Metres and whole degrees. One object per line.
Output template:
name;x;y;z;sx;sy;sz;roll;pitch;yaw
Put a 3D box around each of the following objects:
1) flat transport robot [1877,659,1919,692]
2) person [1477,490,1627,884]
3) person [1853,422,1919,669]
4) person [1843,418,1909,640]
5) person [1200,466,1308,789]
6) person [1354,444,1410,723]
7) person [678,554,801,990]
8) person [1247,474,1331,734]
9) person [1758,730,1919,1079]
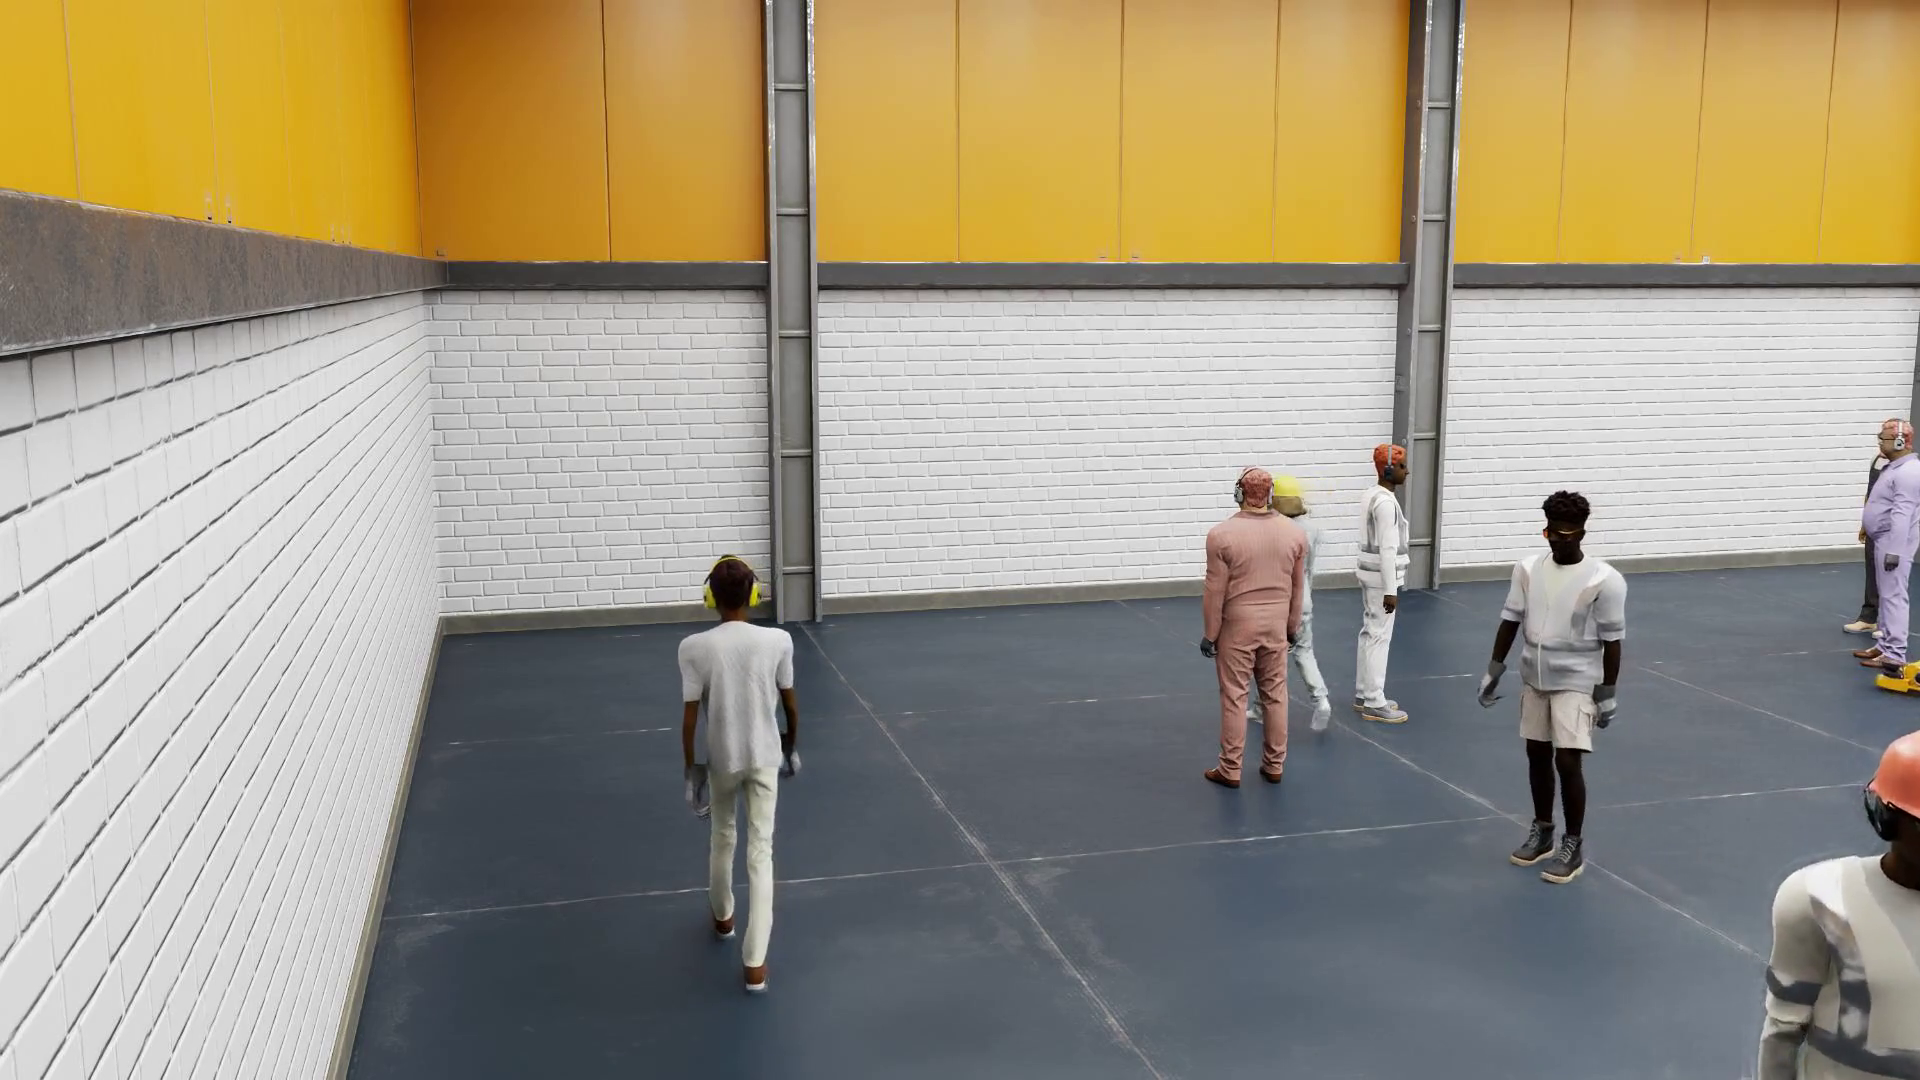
flat transport robot;7.358;1.027;11.716;0.652;0.197;1.431;-7;11;-37
person;2.996;0.716;8.412;0.470;1.955;0.623;-6;11;-34
person;7.189;0.036;12.859;0.401;1.901;0.646;4;10;22
person;7.693;-0.094;13.818;0.346;1.847;0.506;-3;9;-16
person;1.714;0.514;9.830;0.641;1.908;0.407;-3;9;-16
person;2.877;0.287;11.318;0.342;1.882;0.586;1;9;4
person;-0.958;0.963;7.287;0.512;1.823;0.910;-1;9;-6
person;2.182;0.424;10.976;0.484;1.717;0.716;-3;10;-20
person;2.269;1.393;4.095;0.614;2.004;1.012;1;9;5
